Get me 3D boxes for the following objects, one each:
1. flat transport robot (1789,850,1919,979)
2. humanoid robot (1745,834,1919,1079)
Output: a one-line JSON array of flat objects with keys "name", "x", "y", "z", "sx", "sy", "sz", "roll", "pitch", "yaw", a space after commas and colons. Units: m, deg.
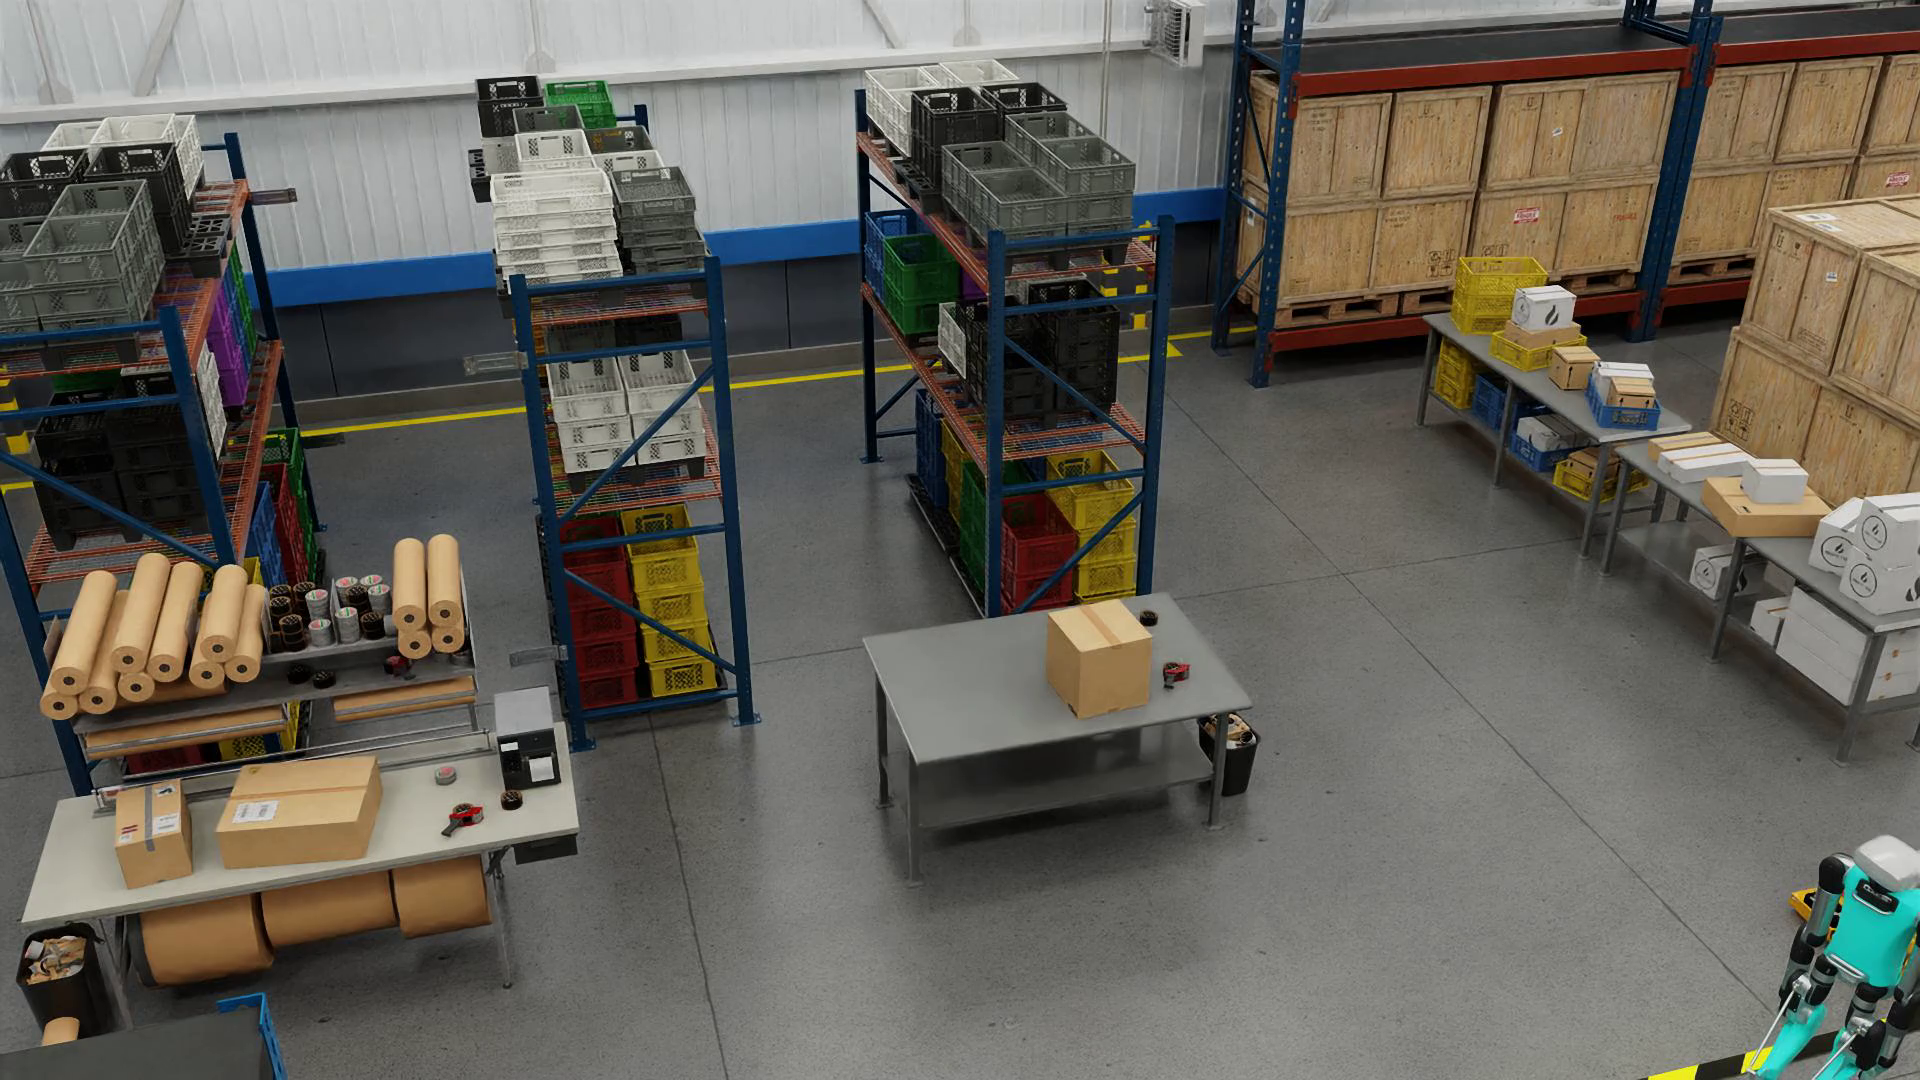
[{"name": "flat transport robot", "x": 5.163, "y": 1.916, "z": 8.676, "sx": 1.431, "sy": 0.231, "sz": 0.659, "roll": -8, "pitch": 30, "yaw": -14}, {"name": "humanoid robot", "x": 3.503, "y": 2.013, "z": 6.835, "sx": 0.735, "sy": 1.677, "sz": 0.533, "roll": -16, "pitch": 33, "yaw": -27}]
